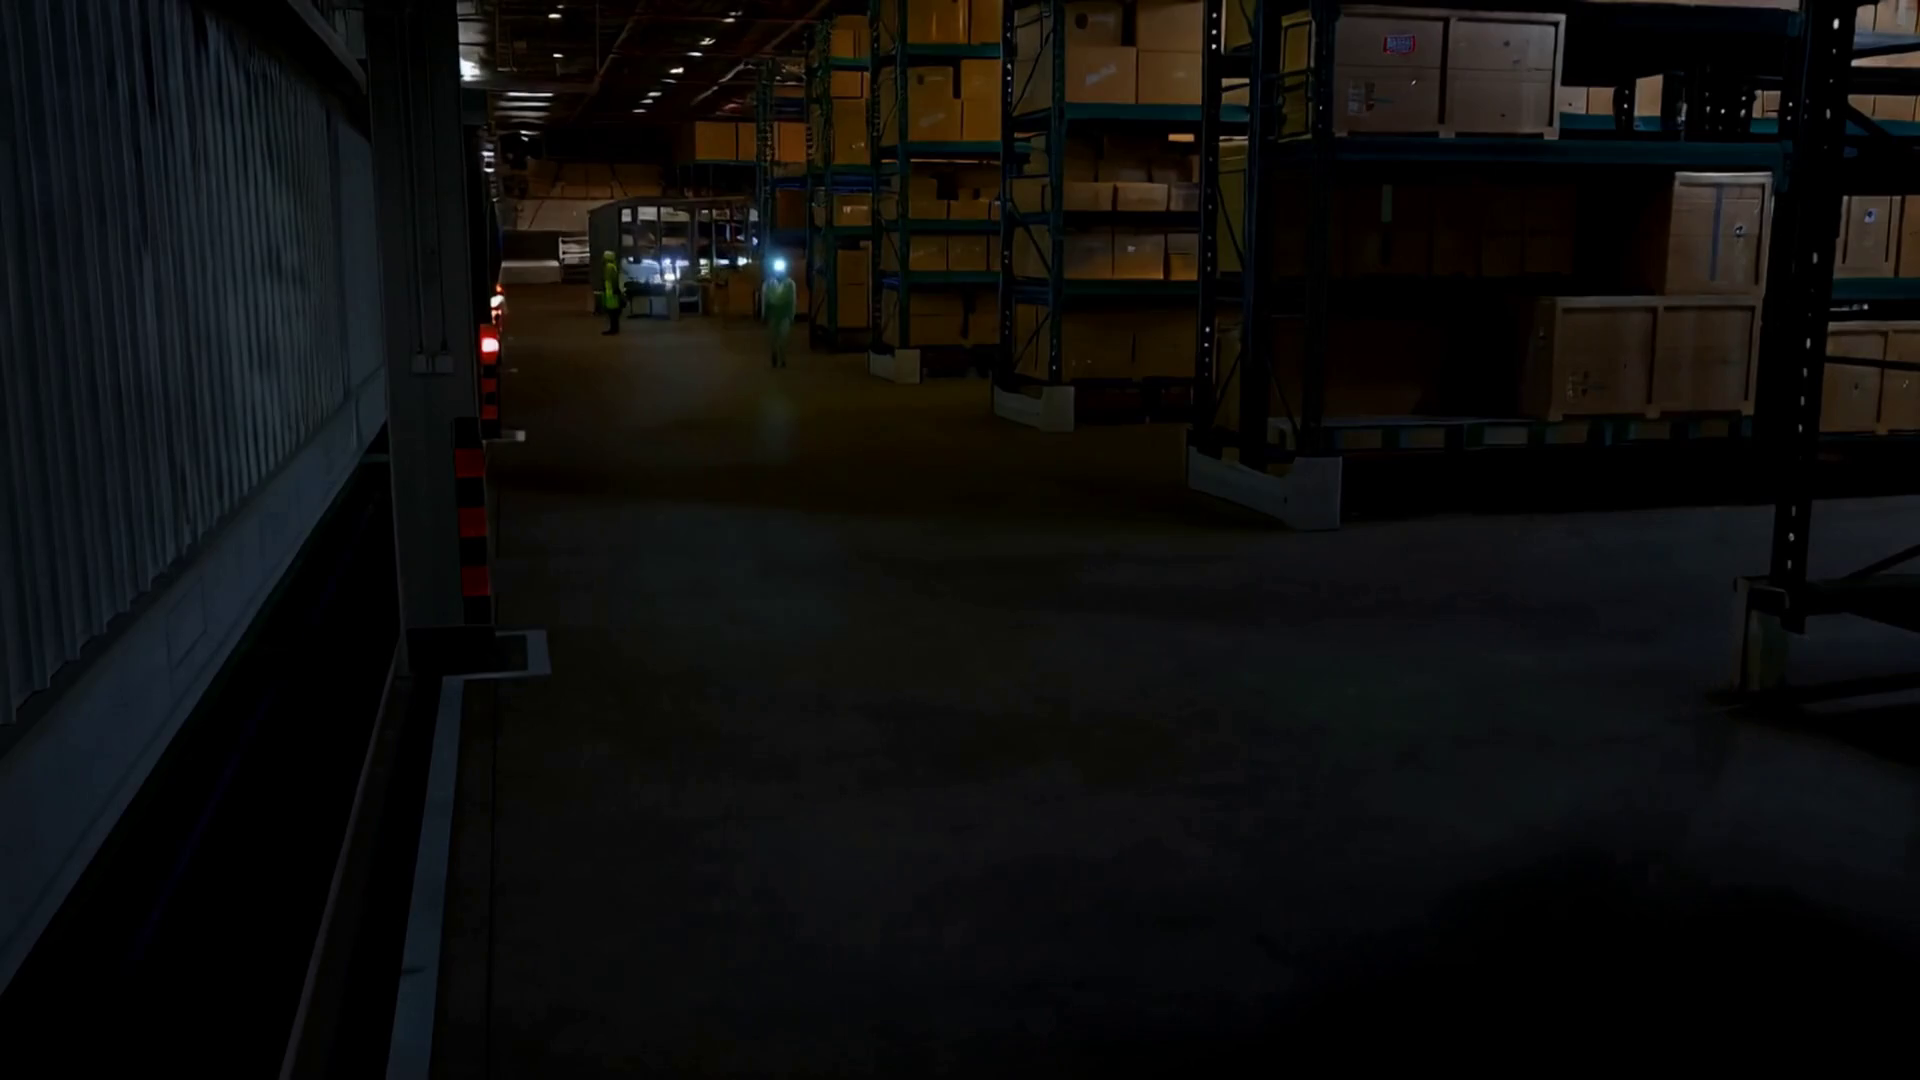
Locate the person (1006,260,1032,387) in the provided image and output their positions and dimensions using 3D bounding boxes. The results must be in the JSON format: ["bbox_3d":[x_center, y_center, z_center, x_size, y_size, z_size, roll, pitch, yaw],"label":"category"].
[{"bbox_3d":[0.824,-3.102,23.917,0.449,1.827,0.654,-1,10,-4],"label":"person"}]

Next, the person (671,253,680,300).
[{"bbox_3d":[-10.325,-9.615,60.933,0.959,1.779,0.595,-2,10,-13],"label":"person"}]

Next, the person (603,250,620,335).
[{"bbox_3d":[-8.041,-5.695,38.282,0.349,1.942,0.545,2,10,13],"label":"person"}]

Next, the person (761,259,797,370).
[{"bbox_3d":[-2.980,-3.721,27.448,0.606,1.817,0.627,-1,10,-5],"label":"person"}]
